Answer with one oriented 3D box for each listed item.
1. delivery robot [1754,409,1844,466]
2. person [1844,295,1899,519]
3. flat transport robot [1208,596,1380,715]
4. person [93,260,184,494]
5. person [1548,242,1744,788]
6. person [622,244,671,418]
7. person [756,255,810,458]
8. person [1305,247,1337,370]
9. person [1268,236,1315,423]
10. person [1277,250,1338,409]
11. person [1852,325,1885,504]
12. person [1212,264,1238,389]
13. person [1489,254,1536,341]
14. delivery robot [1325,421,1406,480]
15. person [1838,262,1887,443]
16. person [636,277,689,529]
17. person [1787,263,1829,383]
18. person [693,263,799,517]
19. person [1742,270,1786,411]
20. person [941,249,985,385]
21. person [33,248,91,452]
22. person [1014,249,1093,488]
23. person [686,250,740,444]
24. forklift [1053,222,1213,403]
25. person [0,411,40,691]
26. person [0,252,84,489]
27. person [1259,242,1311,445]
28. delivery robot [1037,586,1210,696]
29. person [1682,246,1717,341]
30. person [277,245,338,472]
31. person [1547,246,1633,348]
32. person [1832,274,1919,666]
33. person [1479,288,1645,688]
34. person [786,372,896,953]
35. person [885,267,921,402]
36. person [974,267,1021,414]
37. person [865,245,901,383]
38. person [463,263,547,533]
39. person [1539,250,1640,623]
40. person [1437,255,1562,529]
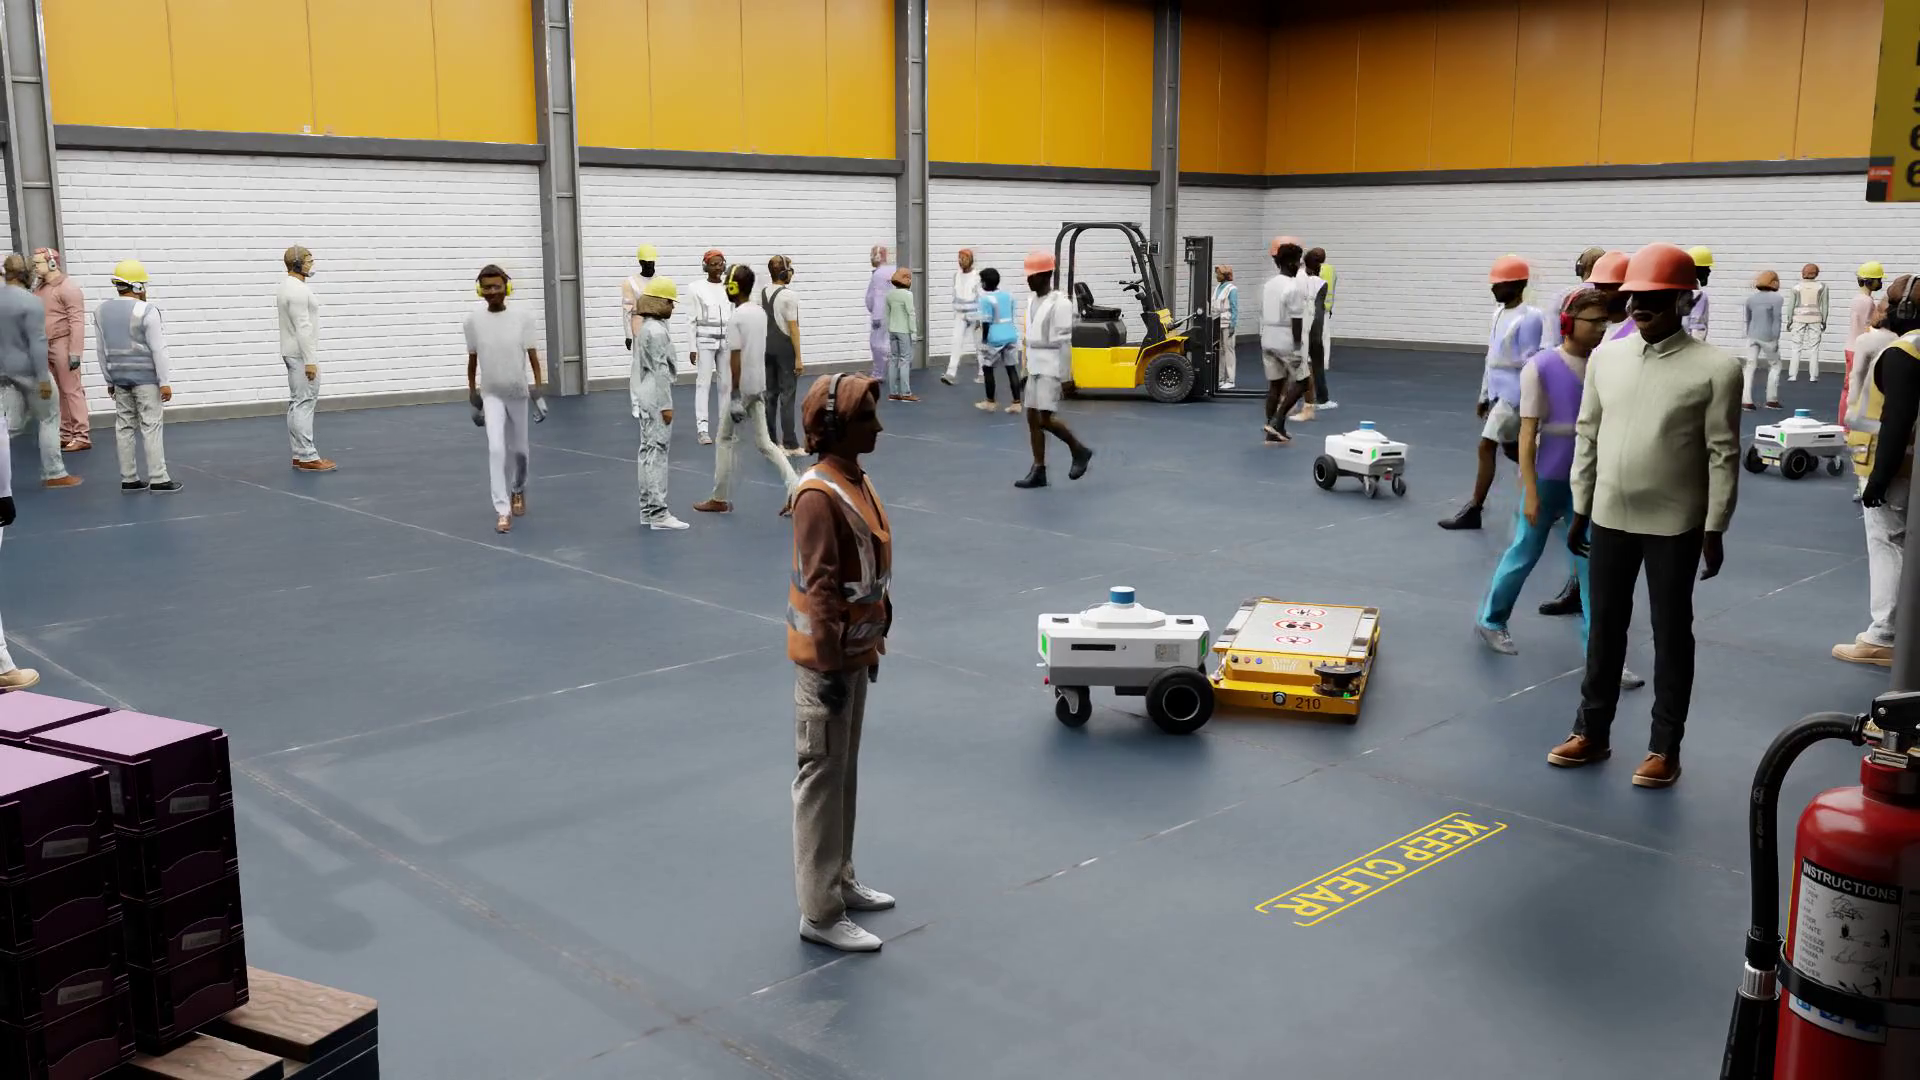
[{"bbox_3d":[7.084,-0.860,14.034,0.707,0.478,0.477,-4,11,-19],"label":"delivery robot"},{"bbox_3d":[6.455,-0.905,11.633,0.531,1.616,0.334,0,10,2],"label":"person"},{"bbox_3d":[1.554,0.502,7.638,0.652,0.197,1.431,3,11,17],"label":"flat transport robot"},{"bbox_3d":[-6.432,-1.269,13.028,0.602,1.830,0.404,3,11,15],"label":"person"},{"bbox_3d":[2.533,-0.088,6.146,0.389,1.996,0.612,-8,13,-39],"label":"person"},{"bbox_3d":[-3.459,-2.319,18.498,0.594,1.924,0.384,-9,14,-41],"label":"person"},{"bbox_3d":[-1.630,-1.671,15.190,0.504,1.847,0.345,9,14,40],"label":"person"},{"bbox_3d":[5.373,-3.477,25.052,0.634,1.839,0.429,-7,13,-35],"label":"person"},{"bbox_3d":[3.583,-2.271,18.029,0.630,1.998,0.754,-2,11,-11],"label":"person"},{"bbox_3d":[3.964,-2.412,19.219,1.036,1.862,0.619,-8,13,-38],"label":"person"},{"bbox_3d":[7.087,-1.100,12.603,0.539,1.654,0.793,8,13,37],"label":"person"},{"bbox_3d":[3.486,-2.812,21.973,0.314,1.640,0.516,-4,11,-23],"label":"person"},{"bbox_3d":[5.459,-1.909,16.517,0.404,1.835,0.587,9,14,40],"label":"person"},{"bbox_3d":[3.196,-0.692,13.117,0.477,0.478,0.707,-4,11,-20],"label":"delivery robot"},{"bbox_3d":[8.801,-1.820,16.218,0.308,1.769,0.525,3,11,15],"label":"person"},{"bbox_3d":[-2.072,-0.944,11.527,0.313,1.735,0.483,-4,11,-23],"label":"person"},{"bbox_3d":[11.680,-2.988,22.935,0.513,1.639,0.311,5,12,26],"label":"person"},{"bbox_3d":[-1.499,-1.074,11.989,0.942,1.833,0.531,5,12,27],"label":"person"},{"bbox_3d":[9.328,-2.299,19.217,0.667,1.608,0.514,-5,12,-26],"label":"person"},{"bbox_3d":[0.092,-3.017,22.569,0.578,1.832,0.989,6,12,28],"label":"person"},{"bbox_3d":[-8.479,-1.777,15.602,0.651,1.906,0.403,7,12,33],"label":"person"},{"bbox_3d":[0.721,-1.362,13.319,0.582,1.914,0.543,-6,12,-29],"label":"person"},{"bbox_3d":[-2.383,-1.879,16.222,0.574,1.882,0.356,-6,12,-32],"label":"person"},{"bbox_3d":[1.935,-2.847,20.651,2.313,2.155,1.214,2,11,13],"label":"forklift"},{"bbox_3d":[-4.431,-0.223,7.304,0.633,1.843,0.429,2,11,10],"label":"person"},{"bbox_3d":[-7.426,-1.297,13.033,0.633,1.903,0.866,5,12,26],"label":"person"},{"bbox_3d":[3.115,-1.869,15.966,0.425,1.951,0.621,-5,12,-27],"label":"person"},{"bbox_3d":[0.675,0.438,6.953,0.707,0.478,0.477,1,10,3],"label":"delivery robot"},{"bbox_3d":[6.410,-1.617,14.673,0.388,1.927,0.589,0,10,-2],"label":"person"},{"bbox_3d":[-5.636,-1.551,14.281,0.372,1.940,0.630,-6,12,-30],"label":"person"},{"bbox_3d":[4.729,-1.236,12.562,0.631,1.940,0.372,1,10,3],"label":"person"},{"bbox_3d":[4.436,-0.328,7.875,0.635,1.842,0.429,-9,14,-42],"label":"person"},{"bbox_3d":[2.783,-0.270,7.728,0.594,1.795,1.010,-4,11,-20],"label":"person"},{"bbox_3d":[-0.344,0.339,4.784,0.312,1.642,0.512,1,10,7],"label":"person"},{"bbox_3d":[-0.710,-2.506,20.319,0.282,1.633,0.499,-9,14,-41],"label":"person"},{"bbox_3d":[0.416,-2.246,18.823,0.521,1.665,0.589,10,15,44],"label":"person"},{"bbox_3d":[-1.031,-3.059,22.643,0.603,1.887,0.657,1,10,3],"label":"person"},{"bbox_3d":[-3.176,-1.008,11.642,0.533,1.832,0.884,-3,11,-16],"label":"person"},{"bbox_3d":[3.353,-0.527,8.686,0.348,1.943,0.545,-5,12,-27],"label":"person"},{"bbox_3d":[3.831,-1.007,11.434,0.951,1.903,0.544,0,10,-2],"label":"person"}]
